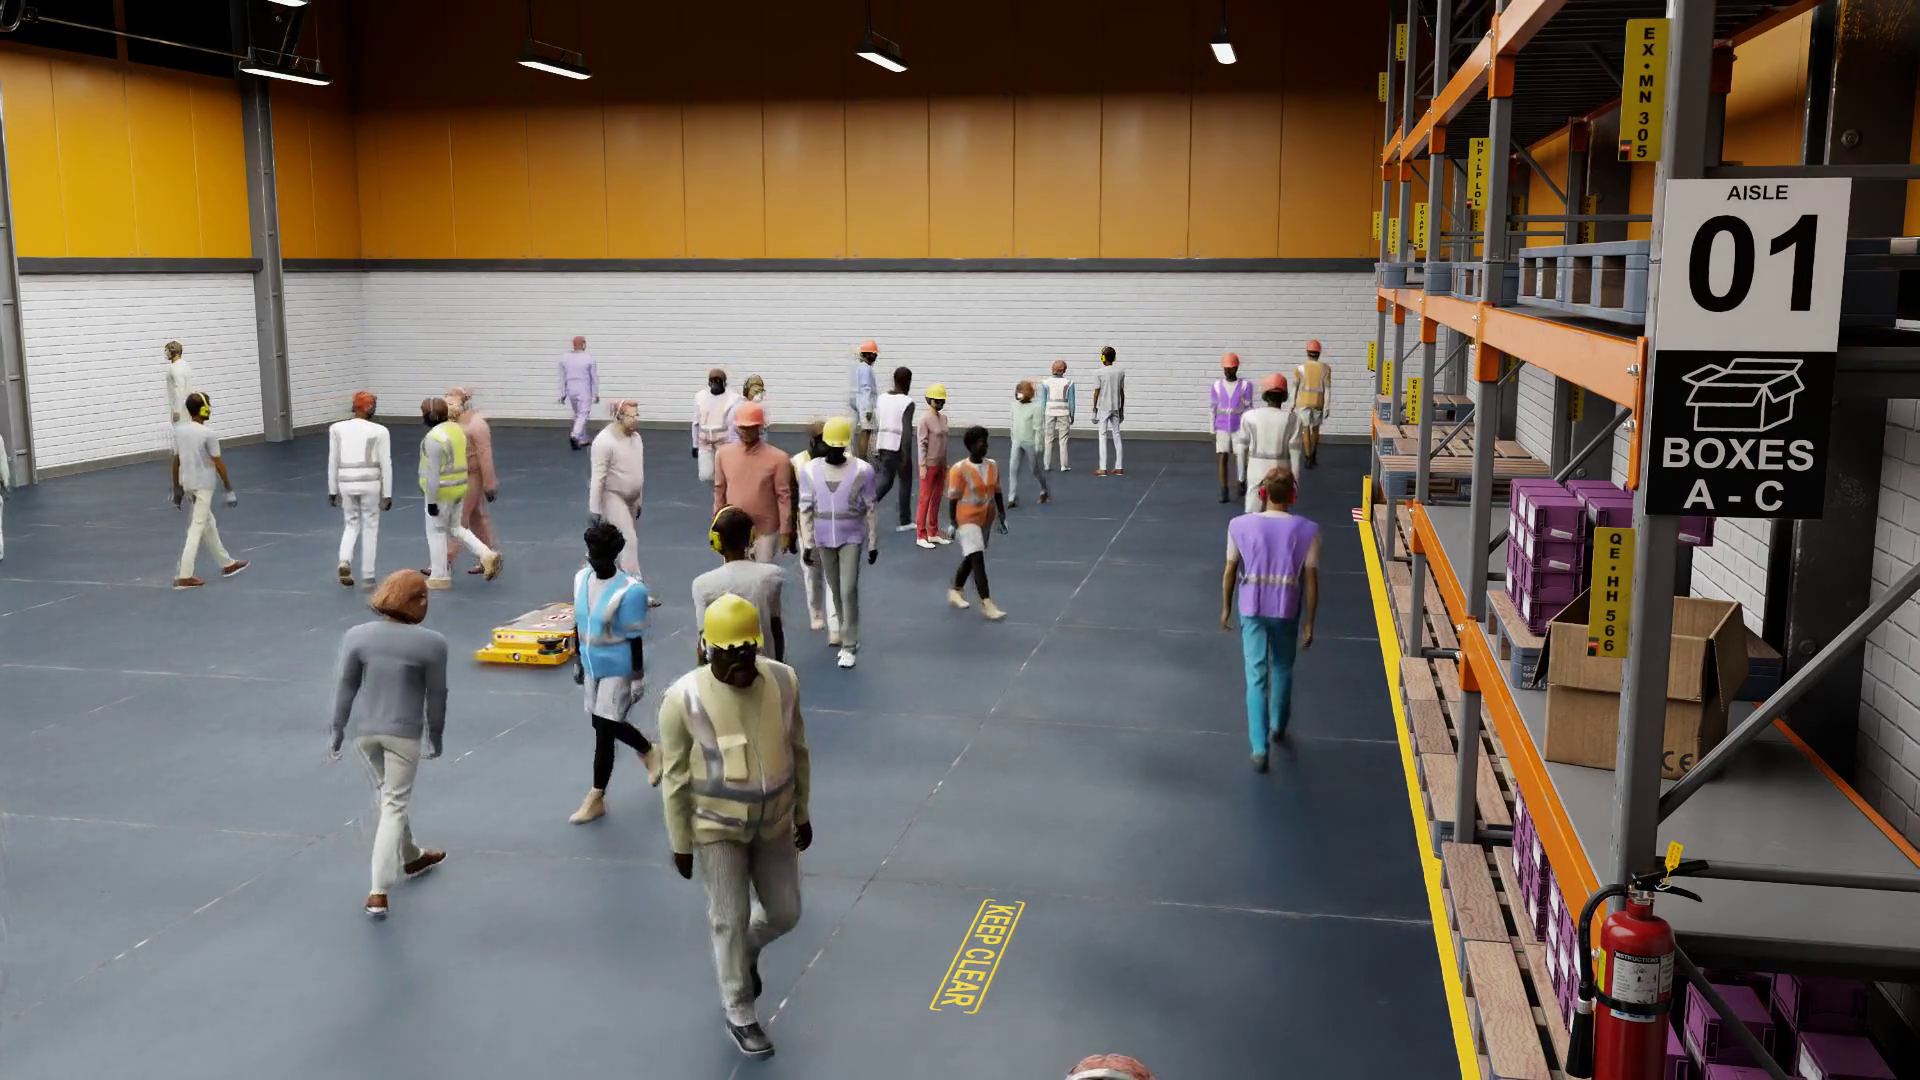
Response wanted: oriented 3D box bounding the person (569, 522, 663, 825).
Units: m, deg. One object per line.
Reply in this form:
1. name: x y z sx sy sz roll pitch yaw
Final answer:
1. person: -1.877 0.697 9.189 0.551 1.660 0.718 7 12 37

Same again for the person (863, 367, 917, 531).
1. person: -0.784 -1.008 18.753 0.790 1.887 0.623 -9 13 -43

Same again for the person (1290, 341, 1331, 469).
1. person: 5.252 -2.037 24.930 0.569 1.885 0.971 1 10 7

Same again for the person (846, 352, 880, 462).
1. person: -1.430 -2.075 25.470 0.848 1.778 0.615 -8 13 -41

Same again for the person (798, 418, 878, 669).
1. person: -0.943 0.016 12.575 0.583 1.879 0.869 2 10 12

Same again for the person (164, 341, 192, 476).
1. person: -11.213 -1.888 23.894 0.360 1.938 0.635 -3 10 -18

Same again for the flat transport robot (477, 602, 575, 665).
1. flat transport robot: -3.203 0.722 13.182 0.652 0.197 1.431 2 10 10

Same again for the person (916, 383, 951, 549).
1. person: -0.267 -0.799 17.858 0.321 1.765 0.533 6 11 31

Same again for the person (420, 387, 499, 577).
1. person: -4.869 -0.540 16.012 0.661 1.846 0.993 9 13 42

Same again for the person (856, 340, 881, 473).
1. person: -1.330 -1.944 24.235 0.368 1.935 0.552 -1 10 -7

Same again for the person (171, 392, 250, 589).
1. person: -7.117 -0.490 15.802 0.534 1.821 0.959 4 10 24

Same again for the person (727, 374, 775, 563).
1. person: -2.096 -0.697 16.733 0.372 1.935 0.627 4 10 21

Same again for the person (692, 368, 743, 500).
1. person: -2.838 -1.130 19.661 0.637 1.825 0.551 2 10 14

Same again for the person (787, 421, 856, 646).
1. person: -1.117 -0.086 13.511 0.636 1.789 0.973 -1 10 -8

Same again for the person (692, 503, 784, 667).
1. person: -1.089 0.729 8.460 0.518 1.836 0.907 -4 10 -23

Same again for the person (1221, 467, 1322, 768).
1. person: 1.909 0.447 10.253 0.591 1.790 0.966 2 10 9

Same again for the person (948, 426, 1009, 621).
1. person: 0.140 -0.165 14.369 0.537 1.650 0.870 -9 13 -43

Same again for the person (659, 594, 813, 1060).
1. person: -0.868 1.074 6.439 0.604 1.809 0.513 -6 11 -33

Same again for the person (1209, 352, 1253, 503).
1. person: 3.452 -1.434 21.200 0.556 1.925 0.509 3 10 18

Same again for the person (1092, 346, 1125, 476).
1. person: 2.144 -1.851 23.934 0.509 1.858 0.351 -4 10 -24

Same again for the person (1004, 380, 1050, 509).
1. person: 0.856 -1.209 20.827 0.515 1.598 0.818 7 12 37

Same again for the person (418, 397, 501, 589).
1. person: -4.724 -0.429 15.490 0.685 1.820 0.636 1 10 8

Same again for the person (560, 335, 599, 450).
1. person: -6.274 -2.427 27.364 0.656 1.876 0.903 3 10 17

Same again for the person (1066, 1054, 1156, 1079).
1. person: 0.164 1.703 2.489 0.629 1.866 0.937 2 10 12

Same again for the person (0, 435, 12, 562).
1. person: -9.829 -0.525 16.662 0.545 1.610 0.728 -6 11 -33

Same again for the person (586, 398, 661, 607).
1. person: -3.091 -0.348 14.851 0.912 1.868 0.665 4 10 21

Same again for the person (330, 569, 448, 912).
1. person: -2.720 0.939 7.943 0.517 1.587 0.780 2 10 10

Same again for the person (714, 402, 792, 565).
1. person: -1.633 -0.071 12.839 0.646 1.968 0.806 1 9 7

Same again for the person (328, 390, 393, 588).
1. person: -5.612 -0.459 15.524 0.614 1.864 0.529 0 9 3

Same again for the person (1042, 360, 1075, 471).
1. person: 1.437 -1.815 24.376 0.512 1.634 0.313 3 10 16

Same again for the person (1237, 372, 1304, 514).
1. person: 2.959 -0.598 15.948 0.627 2.014 0.970 2 10 14
